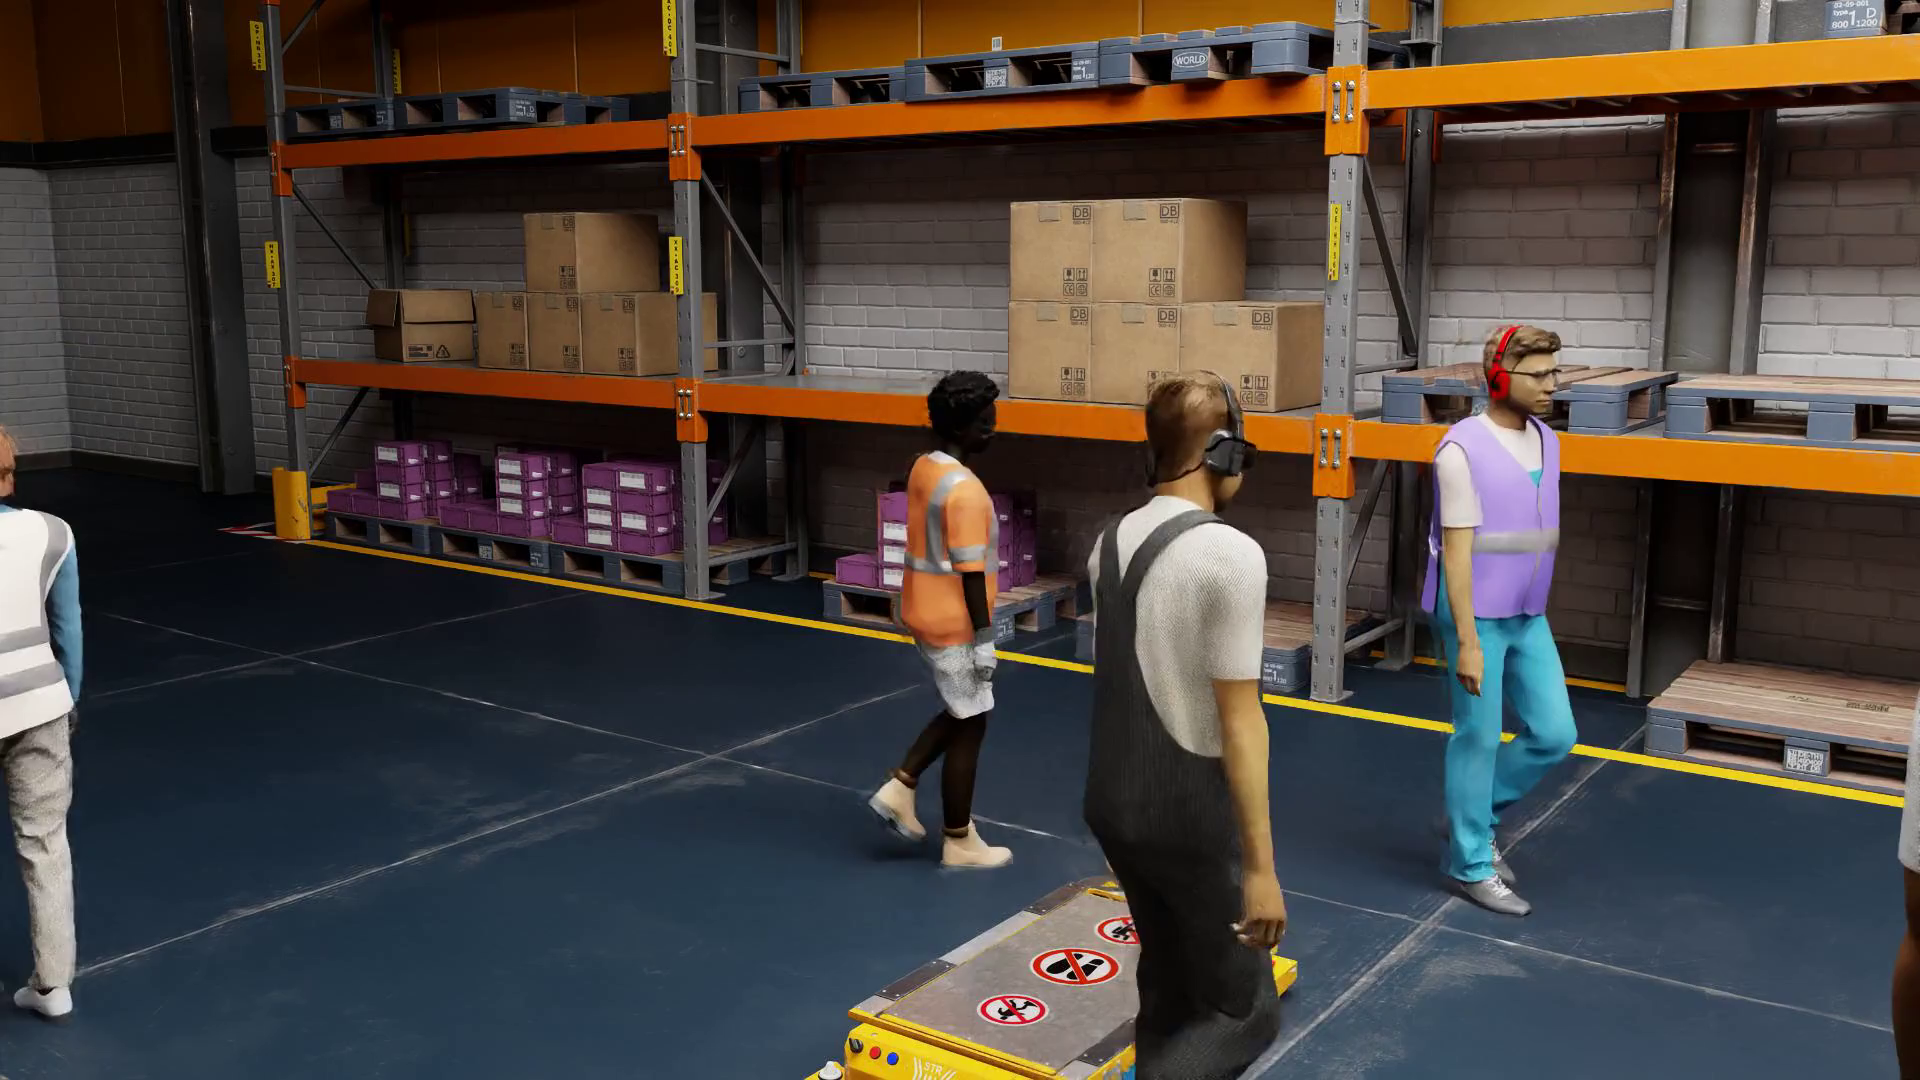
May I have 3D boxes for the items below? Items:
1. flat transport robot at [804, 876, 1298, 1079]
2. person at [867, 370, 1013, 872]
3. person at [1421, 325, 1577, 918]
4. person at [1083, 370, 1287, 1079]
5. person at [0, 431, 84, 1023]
[{"bbox_3d":[0.254,1.194,4.191,0.652,0.197,1.431,7,12,35],"label":"flat transport robot"},{"bbox_3d":[-0.034,0.279,5.444,0.414,1.680,0.559,-3,10,-17],"label":"person"},{"bbox_3d":[1.657,0.256,5.135,0.574,1.827,0.450,-7,12,-37],"label":"person"},{"bbox_3d":[0.392,0.585,3.239,0.530,1.809,0.606,-4,11,-25],"label":"person"},{"bbox_3d":[-2.584,0.480,4.405,0.505,1.618,0.552,7,12,34],"label":"person"}]
